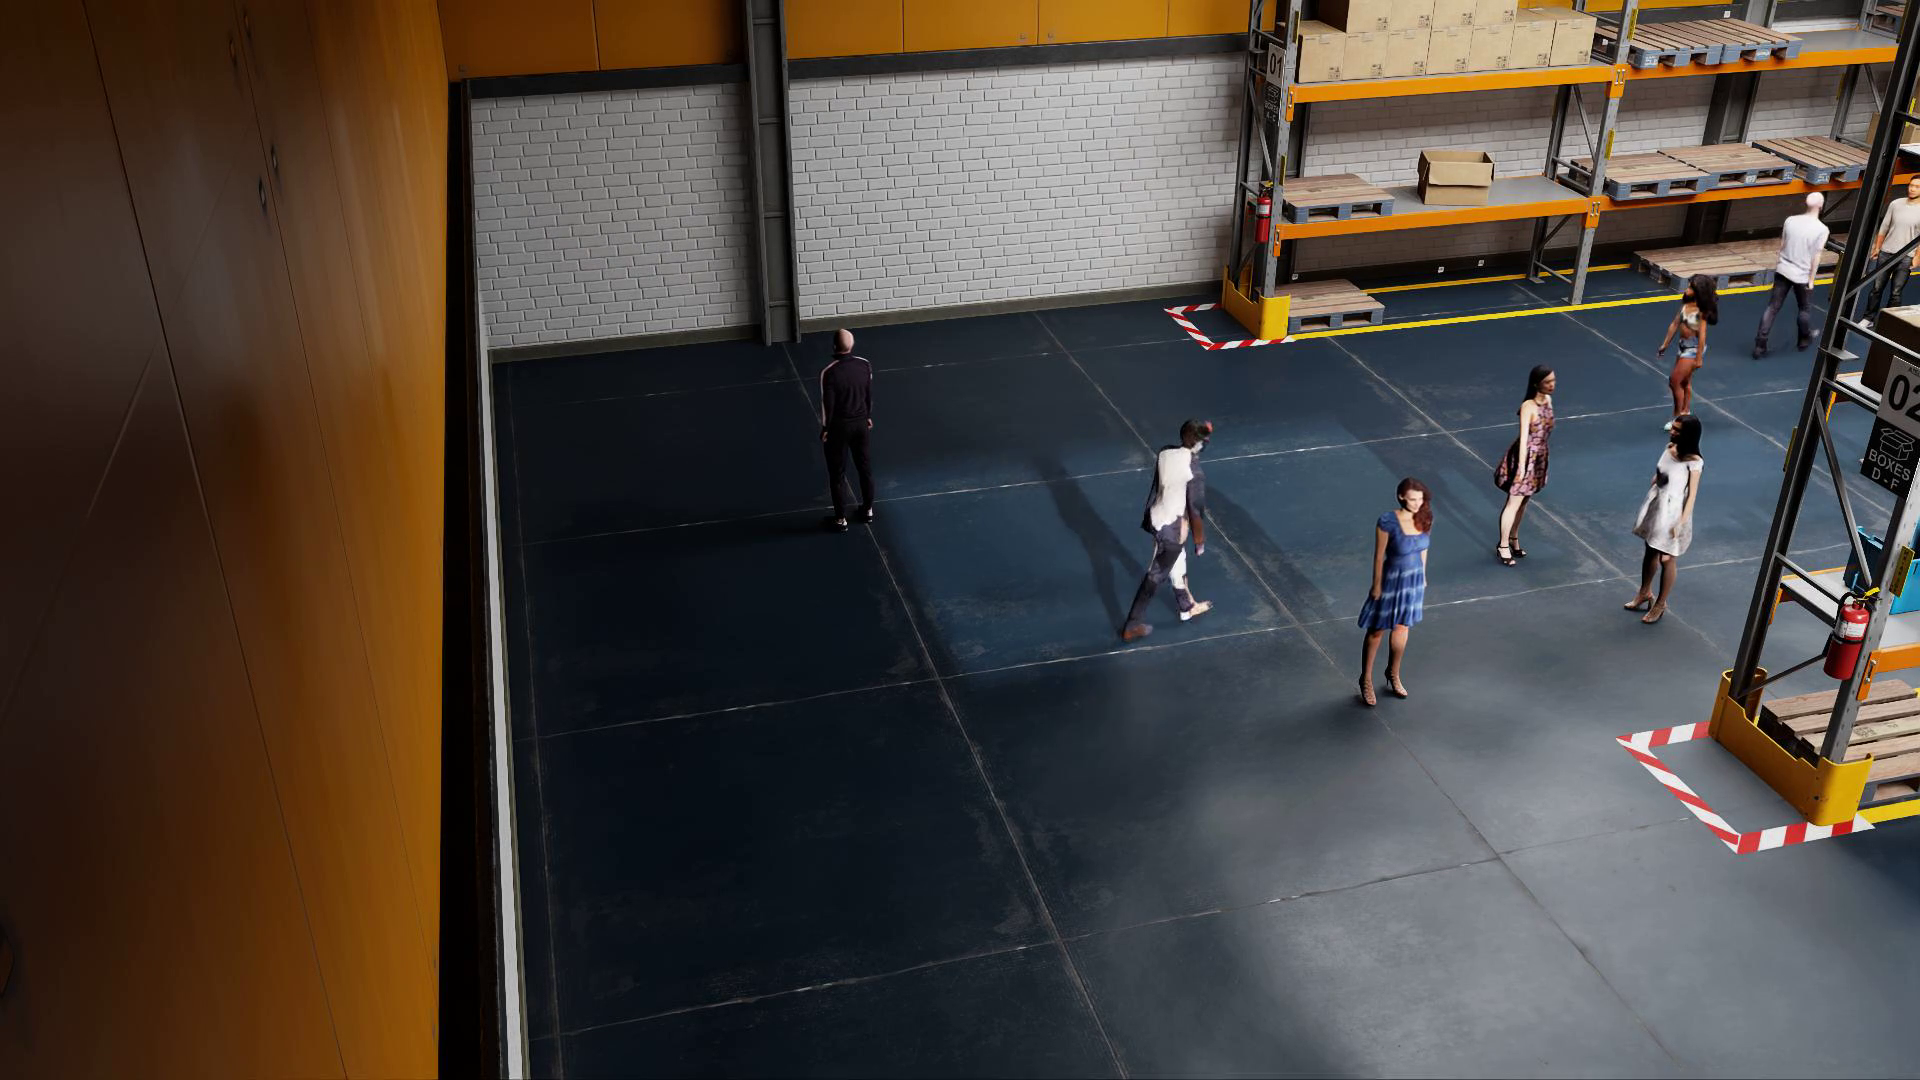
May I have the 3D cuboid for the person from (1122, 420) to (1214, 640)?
[{"bbox_3d":[1.533,-0.061,12.807,1.103,1.836,0.749,-14,32,-24],"label":"person"}]

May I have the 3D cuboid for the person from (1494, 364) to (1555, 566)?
[{"bbox_3d":[4.748,-0.635,13.925,0.856,1.774,0.776,24,37,37],"label":"person"}]

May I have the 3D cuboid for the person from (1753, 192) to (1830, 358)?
[{"bbox_3d":[8.911,-2.808,17.892,1.231,1.791,0.941,-18,34,-30],"label":"person"}]

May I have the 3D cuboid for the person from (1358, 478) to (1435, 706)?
[{"bbox_3d":[3.175,0.367,12.054,0.555,1.806,0.759,-12,31,-21],"label":"person"}]

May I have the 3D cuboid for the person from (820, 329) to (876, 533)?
[{"bbox_3d":[-0.973,-0.960,14.455,0.645,1.837,0.802,-19,34,-31],"label":"person"}]

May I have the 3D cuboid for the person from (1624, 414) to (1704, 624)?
[{"bbox_3d":[5.557,-0.174,13.080,0.609,1.774,0.629,-7,29,-13],"label":"person"}]

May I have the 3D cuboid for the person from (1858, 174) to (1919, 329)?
[{"bbox_3d":[10.492,-3.207,18.601,0.730,1.812,0.744,23,36,35],"label":"person"}]

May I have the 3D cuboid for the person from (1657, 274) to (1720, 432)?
[{"bbox_3d":[7.216,-1.830,16.287,0.711,1.610,0.638,-4,29,-7],"label":"person"}]
